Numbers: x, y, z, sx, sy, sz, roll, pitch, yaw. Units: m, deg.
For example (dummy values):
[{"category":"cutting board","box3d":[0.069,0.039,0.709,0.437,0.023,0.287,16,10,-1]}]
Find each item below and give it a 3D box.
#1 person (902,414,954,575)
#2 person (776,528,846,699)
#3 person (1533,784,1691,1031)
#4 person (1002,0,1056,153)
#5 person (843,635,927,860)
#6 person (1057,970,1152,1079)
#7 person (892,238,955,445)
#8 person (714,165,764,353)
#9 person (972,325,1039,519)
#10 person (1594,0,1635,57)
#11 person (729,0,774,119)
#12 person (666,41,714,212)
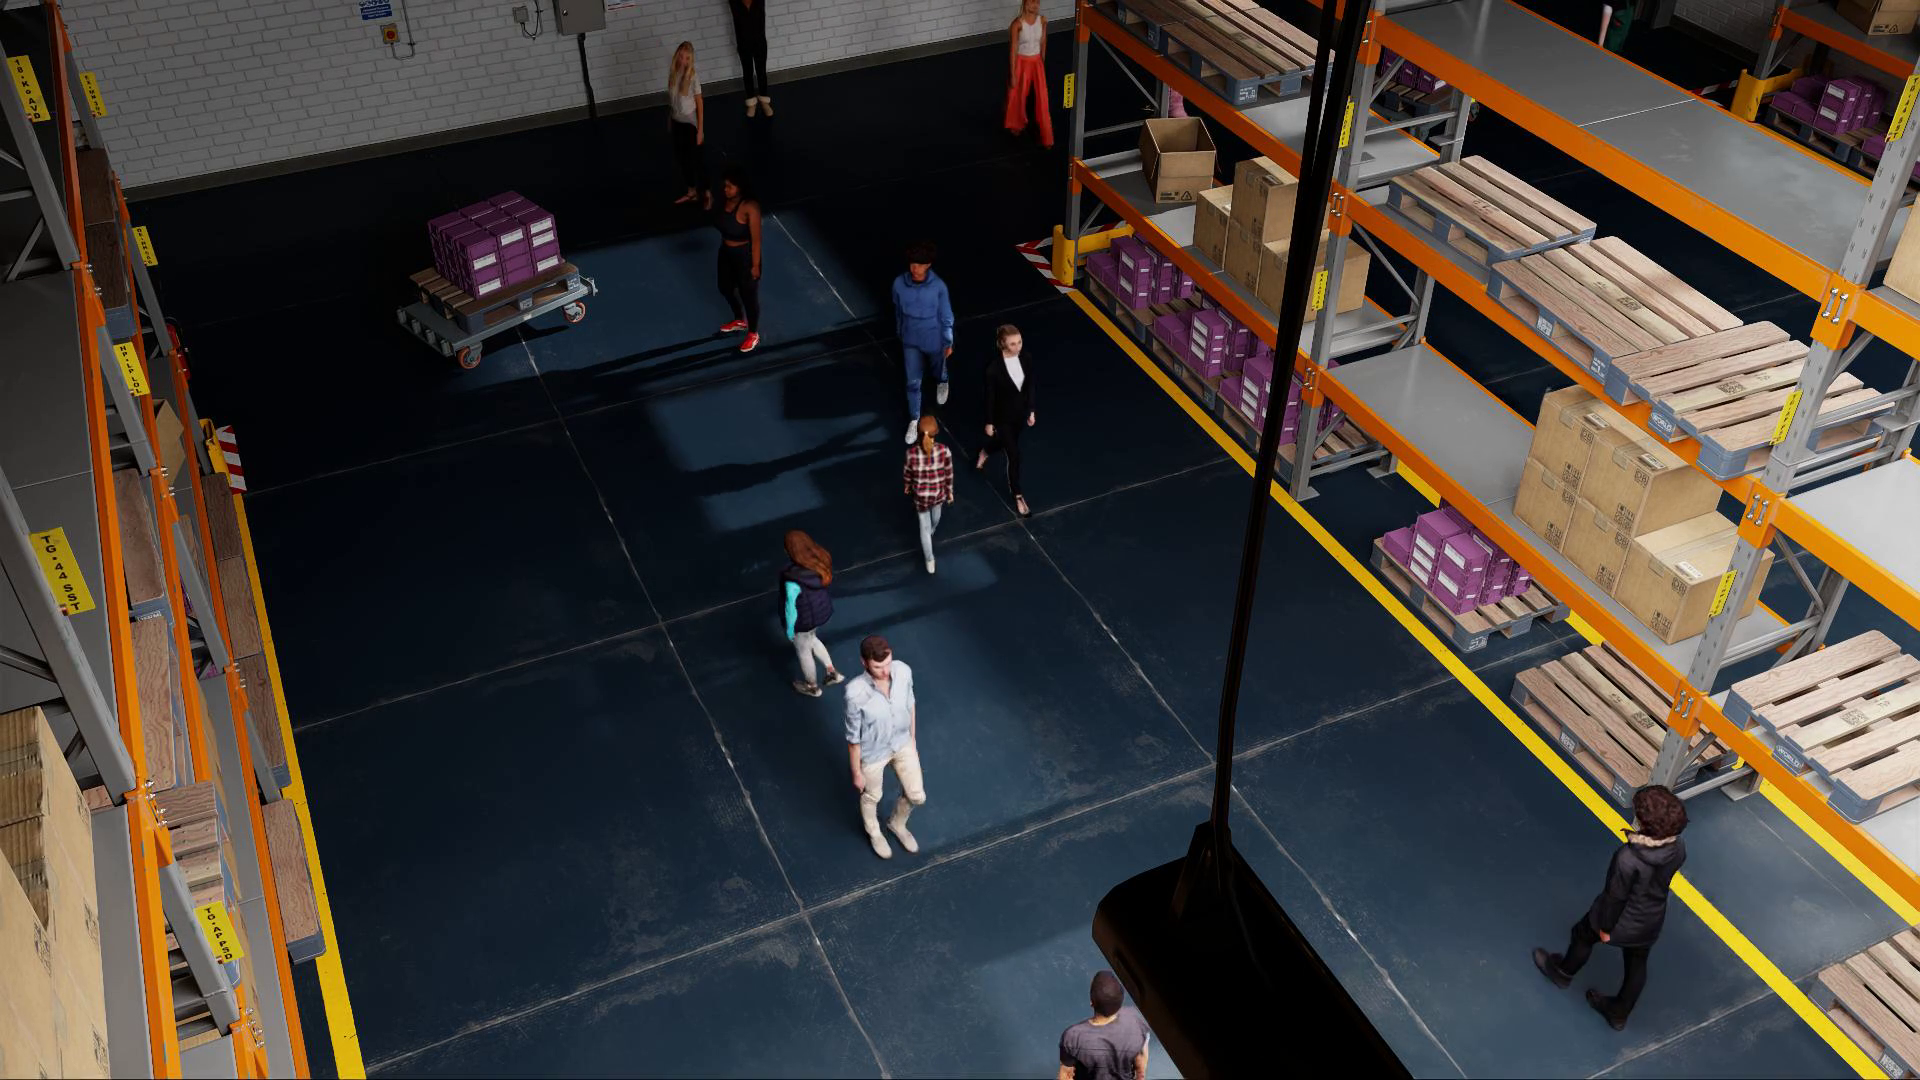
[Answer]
[{"category":"person","box3d":[-0.232,-0.328,12.681,0.747,1.264,0.991,-4,39,-5]},{"category":"person","box3d":[-1.000,0.523,11.430,0.792,1.496,0.734,16,41,19]},{"category":"person","box3d":[3.768,2.122,9.222,0.676,1.752,0.875,-11,40,-14]},{"category":"person","box3d":[0.687,-5.230,18.433,0.692,1.745,1.264,-15,41,-18]},{"category":"person","box3d":[-0.522,1.226,10.278,0.707,1.834,0.697,-22,44,-25]},{"category":"person","box3d":[0.731,2.830,8.338,0.695,1.748,0.948,-12,40,-15]},{"category":"person","box3d":[-0.275,-1.752,14.052,1.109,1.777,1.213,7,39,9]},{"category":"person","box3d":[-1.989,-2.593,15.081,0.910,1.809,0.718,-31,48,-33]},{"category":"person","box3d":[0.345,-1.006,13.201,0.741,1.674,1.098,-25,45,-28]},{"category":"person","box3d":[7.323,-5.570,18.783,0.706,1.841,0.716,30,48,32]},{"category":"person","box3d":[-2.398,-5.734,19.128,0.675,1.666,0.616,-16,41,-19]},{"category":"person","box3d":[-2.826,-4.285,17.204,0.813,1.802,0.656,-28,46,-31]}]
